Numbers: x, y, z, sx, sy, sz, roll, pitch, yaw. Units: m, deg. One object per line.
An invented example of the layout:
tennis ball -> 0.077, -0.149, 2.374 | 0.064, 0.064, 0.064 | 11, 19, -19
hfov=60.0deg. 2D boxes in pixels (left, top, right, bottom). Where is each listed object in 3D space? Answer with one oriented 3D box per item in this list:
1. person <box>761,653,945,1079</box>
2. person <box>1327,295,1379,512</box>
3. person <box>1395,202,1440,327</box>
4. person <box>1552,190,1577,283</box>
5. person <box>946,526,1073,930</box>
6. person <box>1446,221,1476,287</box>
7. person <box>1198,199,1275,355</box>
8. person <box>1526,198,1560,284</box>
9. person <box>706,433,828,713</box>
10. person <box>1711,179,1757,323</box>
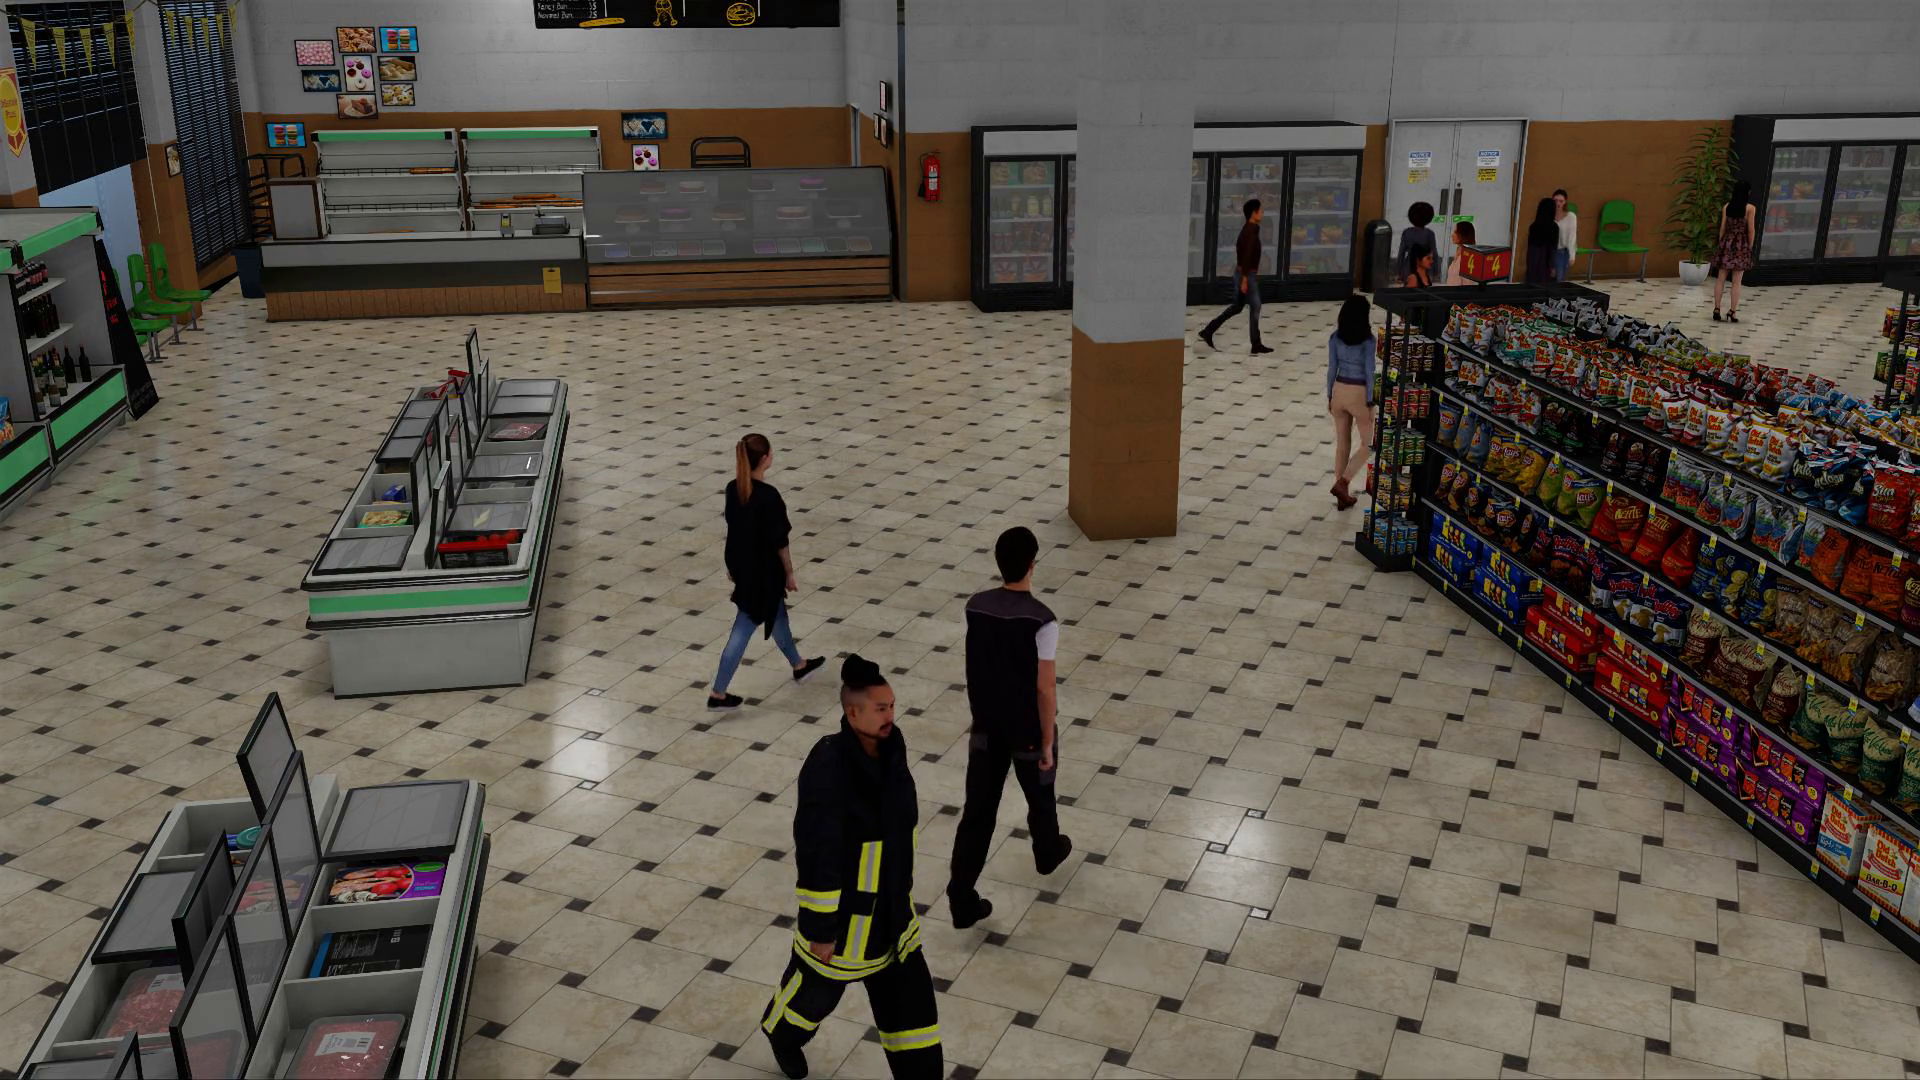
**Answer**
person -> -0.452, 1.281, 6.220 | 1.298, 1.834, 1.192 | 16, 24, 39
person -> 3.087, -1.067, 13.283 | 0.805, 1.770, 0.861 | 18, 25, 42
person -> 5.221, -3.002, 19.190 | 1.110, 1.661, 1.078 | 16, 25, 40
person -> 7.401, -3.526, 20.740 | 0.910, 1.665, 1.002 | 10, 21, 27
person -> 0.170, 0.887, 7.446 | 1.119, 1.796, 1.280 | 10, 21, 26
person -> 5.158, -2.393, 17.180 | 0.685, 1.792, 0.516 | 0, 19, 0
person -> 3.165, -2.978, 18.982 | 0.925, 1.749, 1.120 | 2, 19, 5
person -> 7.122, -3.390, 20.396 | 0.733, 1.627, 0.673 | -9, 21, -25
person -> -1.238, 0.238, 9.629 | 1.087, 1.631, 1.151 | -16, 25, -40
person -> 9.715, -3.626, 20.865 | 0.860, 1.775, 0.784 | -17, 25, -41
